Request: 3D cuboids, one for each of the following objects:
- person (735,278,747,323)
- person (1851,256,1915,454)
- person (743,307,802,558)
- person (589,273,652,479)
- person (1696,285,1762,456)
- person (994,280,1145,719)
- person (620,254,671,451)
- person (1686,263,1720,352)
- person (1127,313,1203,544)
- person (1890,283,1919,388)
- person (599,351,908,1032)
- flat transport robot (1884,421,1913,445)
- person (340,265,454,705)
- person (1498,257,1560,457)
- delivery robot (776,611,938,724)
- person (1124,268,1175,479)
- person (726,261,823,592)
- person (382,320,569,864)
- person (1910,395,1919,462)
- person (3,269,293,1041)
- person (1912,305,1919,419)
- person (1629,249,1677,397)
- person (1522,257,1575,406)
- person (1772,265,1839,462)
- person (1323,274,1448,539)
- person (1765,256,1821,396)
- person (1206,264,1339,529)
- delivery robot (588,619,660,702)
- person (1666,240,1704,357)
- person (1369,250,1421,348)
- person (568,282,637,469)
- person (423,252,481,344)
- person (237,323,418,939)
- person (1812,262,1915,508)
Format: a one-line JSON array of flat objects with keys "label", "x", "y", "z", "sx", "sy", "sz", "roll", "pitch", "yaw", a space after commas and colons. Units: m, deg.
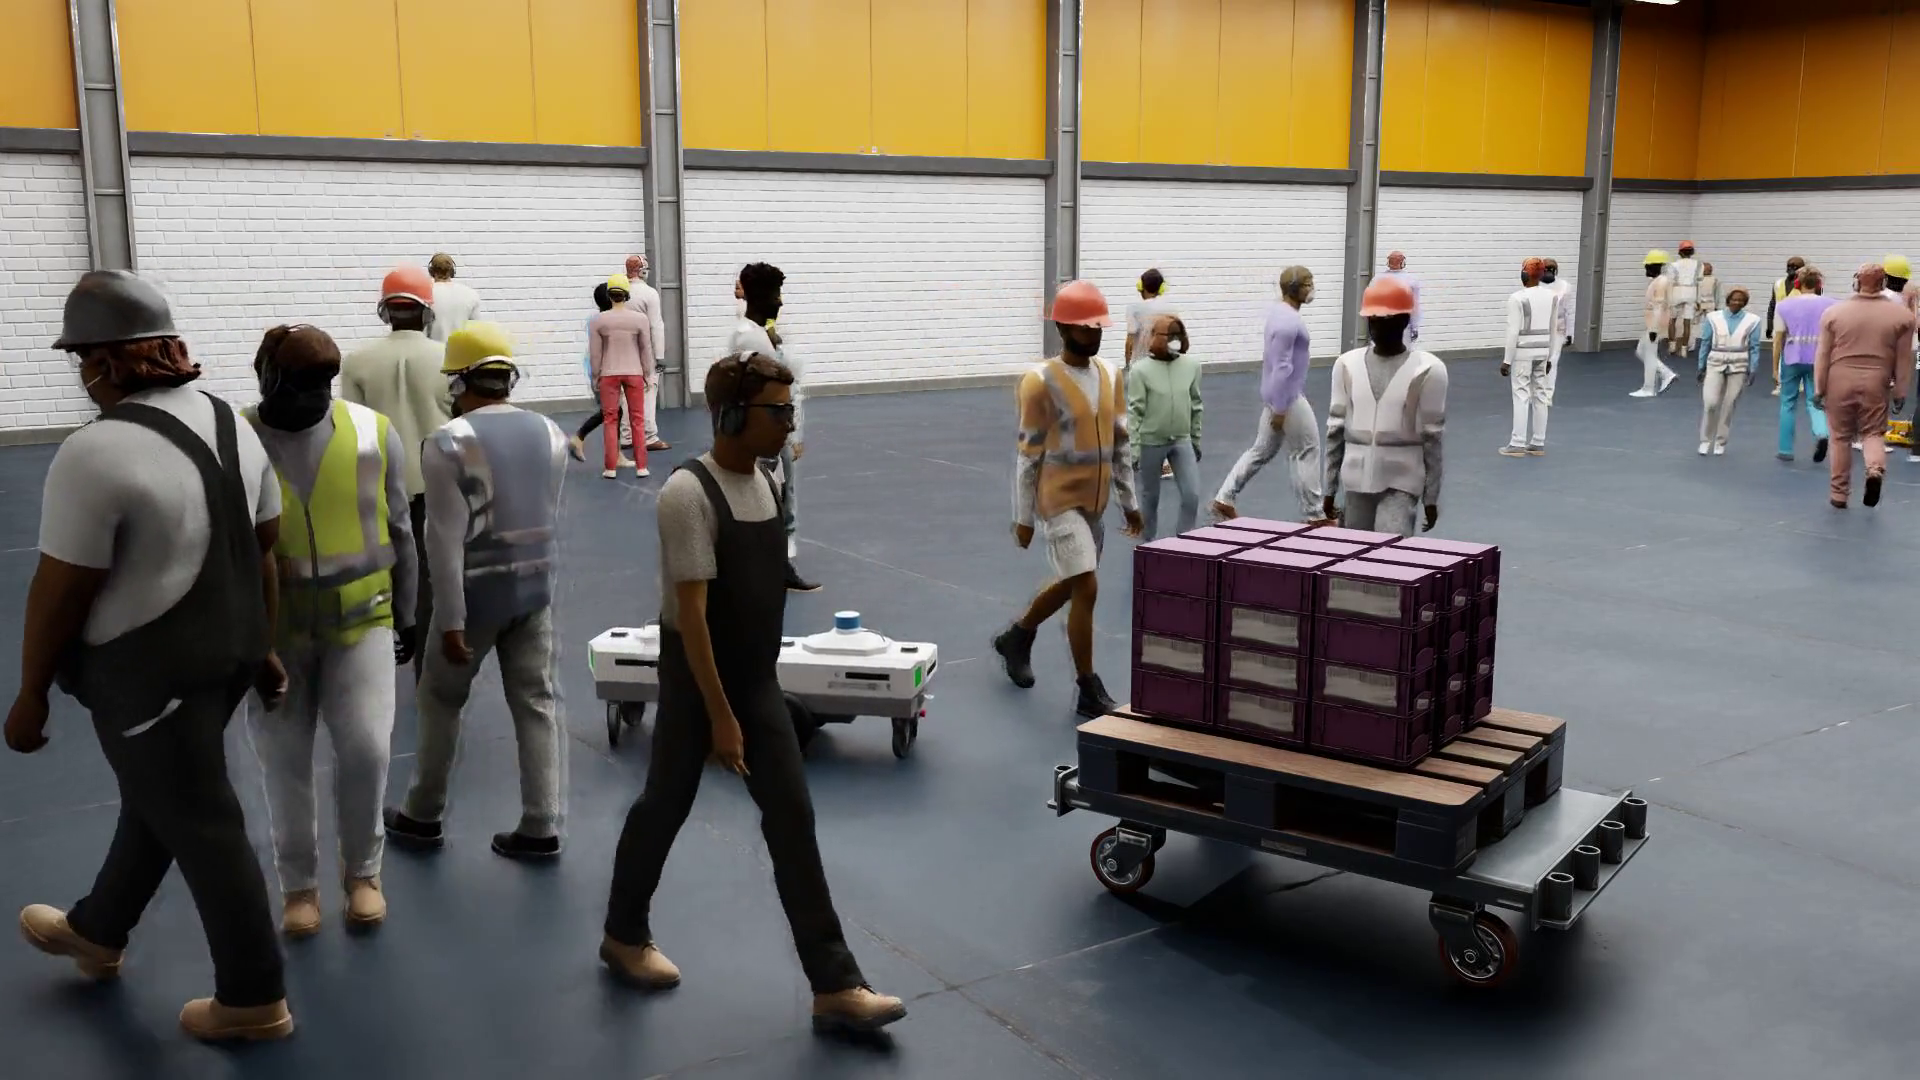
[{"label": "person", "x": -2.545, "y": -2.338, "z": 19.918, "sx": 0.824, "sy": 1.594, "sz": 0.506, "roll": 4, "pitch": 11, "yaw": 20}, {"label": "person", "x": 8.884, "y": -1.785, "z": 16.107, "sx": 0.407, "sy": 1.882, "sz": 0.678, "roll": 0, "pitch": 10, "yaw": -1}, {"label": "person", "x": -1.211, "y": -0.660, "z": 10.459, "sx": 0.497, "sy": 1.690, "sz": 0.926, "roll": 1, "pitch": 10, "yaw": 5}, {"label": "person", "x": -2.916, "y": -1.401, "z": 14.309, "sx": 0.527, "sy": 1.768, "sz": 0.314, "roll": -3, "pitch": 11, "yaw": -14}, {"label": "person", "x": 7.268, "y": -1.595, "z": 15.744, "sx": 0.531, "sy": 1.614, "sz": 0.550, "roll": 4, "pitch": 11, "yaw": 22}, {"label": "person", "x": 0.442, "y": -0.193, "z": 7.334, "sx": 0.548, "sy": 1.905, "sz": 0.911, "roll": -10, "pitch": 14, "yaw": -43}, {"label": "person", "x": -3.120, "y": -1.820, "z": 16.221, "sx": 0.652, "sy": 1.906, "sz": 0.405, "roll": 6, "pitch": 12, "yaw": 30}, {"label": "person", "x": 13.296, "y": -4.144, "z": 29.770, "sx": 0.520, "sy": 1.617, "sz": 0.680, "roll": 3, "pitch": 11, "yaw": 14}, {"label": "person", "x": 1.281, "y": -0.554, "z": 10.057, "sx": 0.537, "sy": 1.609, "sz": 0.655, "roll": -3, "pitch": 11, "yaw": -18}, {"label": "person", "x": 12.967, "y": -2.996, "z": 23.111, "sx": 0.546, "sy": 1.733, "sz": 0.725, "roll": 2, "pitch": 11, "yaw": 12}, {"label": "person", "x": -0.614, "y": 0.397, "z": 4.414, "sx": 1.024, "sy": 1.787, "sz": 0.521, "roll": 7, "pitch": 12, "yaw": 34}, {"label": "flat transport robot", "x": 10.001, "y": -1.075, "z": 16.620, "sx": 1.431, "sy": 0.197, "sz": 0.652, "roll": -1, "pitch": 10, "yaw": -8}, {"label": "person", "x": -2.478, "y": -0.280, "z": 7.670, "sx": 0.632, "sy": 1.933, "sz": 1.064, "roll": -1, "pitch": 10, "yaw": -7}, {"label": "person", "x": 5.392, "y": -1.728, "z": 15.781, "sx": 0.573, "sy": 1.883, "sz": 0.356, "roll": -4, "pitch": 11, "yaw": -23}, {"label": "delivery robot", "x": -0.454, "y": 0.535, "z": 6.761, "sx": 0.707, "sy": 0.478, "sz": 0.477, "roll": 2, "pitch": 11, "yaw": 11}, {"label": "person", "x": 1.645, "y": -1.445, "z": 14.468, "sx": 0.529, "sy": 1.813, "sz": 0.822, "roll": -2, "pitch": 11, "yaw": -13}, {"label": "person", "x": -1.192, "y": -0.613, "z": 9.510, "sx": 0.762, "sy": 1.949, "sz": 0.620, "roll": -2, "pitch": 10, "yaw": -9}, {"label": "person", "x": -1.642, "y": 0.170, "z": 5.598, "sx": 0.804, "sy": 1.798, "sz": 0.605, "roll": 7, "pitch": 13, "yaw": 35}, {"label": "person", "x": 9.249, "y": -1.663, "z": 15.478, "sx": 1.002, "sy": 1.857, "sz": 0.594, "roll": -6, "pitch": 12, "yaw": -29}, {"label": "person", "x": -2.189, "y": 0.284, "z": 4.314, "sx": 0.983, "sy": 2.000, "sz": 0.694, "roll": 1, "pitch": 10, "yaw": 6}, {"label": "person", "x": 11.074, "y": -2.164, "z": 18.757, "sx": 0.638, "sy": 1.671, "sz": 0.541, "roll": -9, "pitch": 13, "yaw": -39}, {"label": "person", "x": 9.026, "y": -2.801, "z": 21.571, "sx": 0.484, "sy": 1.913, "sz": 0.615, "roll": 3, "pitch": 11, "yaw": 17}, {"label": "person", "x": 7.187, "y": -2.539, "z": 20.400, "sx": 0.634, "sy": 1.827, "sz": 0.453, "roll": 3, "pitch": 11, "yaw": 16}, {"label": "person", "x": 7.763, "y": -1.597, "z": 15.259, "sx": 0.572, "sy": 1.823, "sz": 0.682, "roll": 2, "pitch": 11, "yaw": 11}, {"label": "person", "x": 1.990, "y": -0.283, "z": 7.791, "sx": 0.559, "sy": 1.912, "sz": 0.864, "roll": 7, "pitch": 12, "yaw": 33}, {"label": "person", "x": 10.875, "y": -2.791, "z": 21.750, "sx": 0.444, "sy": 1.828, "sz": 0.638, "roll": -6, "pitch": 12, "yaw": -32}, {"label": "person", "x": 2.239, "y": -0.994, "z": 11.720, "sx": 0.989, "sy": 1.900, "sz": 0.632, "roll": 1, "pitch": 10, "yaw": 6}, {"label": "delivery robot", "x": -1.171, "y": 0.505, "z": 6.923, "sx": 0.707, "sy": 0.478, "sz": 0.477, "roll": 2, "pitch": 11, "yaw": 11}, {"label": "person", "x": 12.574, "y": -4.195, "z": 28.930, "sx": 0.621, "sy": 2.020, "sz": 0.681, "roll": 2, "pitch": 11, "yaw": 12}, {"label": "person", "x": 5.460, "y": -2.679, "z": 20.926, "sx": 0.638, "sy": 1.909, "sz": 0.407, "roll": 4, "pitch": 11, "yaw": 21}, {"label": "person", "x": -3.208, "y": -1.458, "z": 14.849, "sx": 0.537, "sy": 1.682, "sz": 0.543, "roll": -6, "pitch": 12, "yaw": -28}, {"label": "person", "x": -4.586, "y": -1.593, "z": 14.885, "sx": 0.627, "sy": 1.940, "sz": 0.372, "roll": -7, "pitch": 12, "yaw": -33}, {"label": "person", "x": -1.923, "y": 0.279, "z": 4.911, "sx": 0.647, "sy": 1.827, "sz": 0.484, "roll": -4, "pitch": 11, "yaw": -22}, {"label": "person", "x": 6.826, "y": -1.154, "z": 12.613, "sx": 0.650, "sy": 1.890, "sz": 0.563, "roll": 4, "pitch": 11, "yaw": 21}]
